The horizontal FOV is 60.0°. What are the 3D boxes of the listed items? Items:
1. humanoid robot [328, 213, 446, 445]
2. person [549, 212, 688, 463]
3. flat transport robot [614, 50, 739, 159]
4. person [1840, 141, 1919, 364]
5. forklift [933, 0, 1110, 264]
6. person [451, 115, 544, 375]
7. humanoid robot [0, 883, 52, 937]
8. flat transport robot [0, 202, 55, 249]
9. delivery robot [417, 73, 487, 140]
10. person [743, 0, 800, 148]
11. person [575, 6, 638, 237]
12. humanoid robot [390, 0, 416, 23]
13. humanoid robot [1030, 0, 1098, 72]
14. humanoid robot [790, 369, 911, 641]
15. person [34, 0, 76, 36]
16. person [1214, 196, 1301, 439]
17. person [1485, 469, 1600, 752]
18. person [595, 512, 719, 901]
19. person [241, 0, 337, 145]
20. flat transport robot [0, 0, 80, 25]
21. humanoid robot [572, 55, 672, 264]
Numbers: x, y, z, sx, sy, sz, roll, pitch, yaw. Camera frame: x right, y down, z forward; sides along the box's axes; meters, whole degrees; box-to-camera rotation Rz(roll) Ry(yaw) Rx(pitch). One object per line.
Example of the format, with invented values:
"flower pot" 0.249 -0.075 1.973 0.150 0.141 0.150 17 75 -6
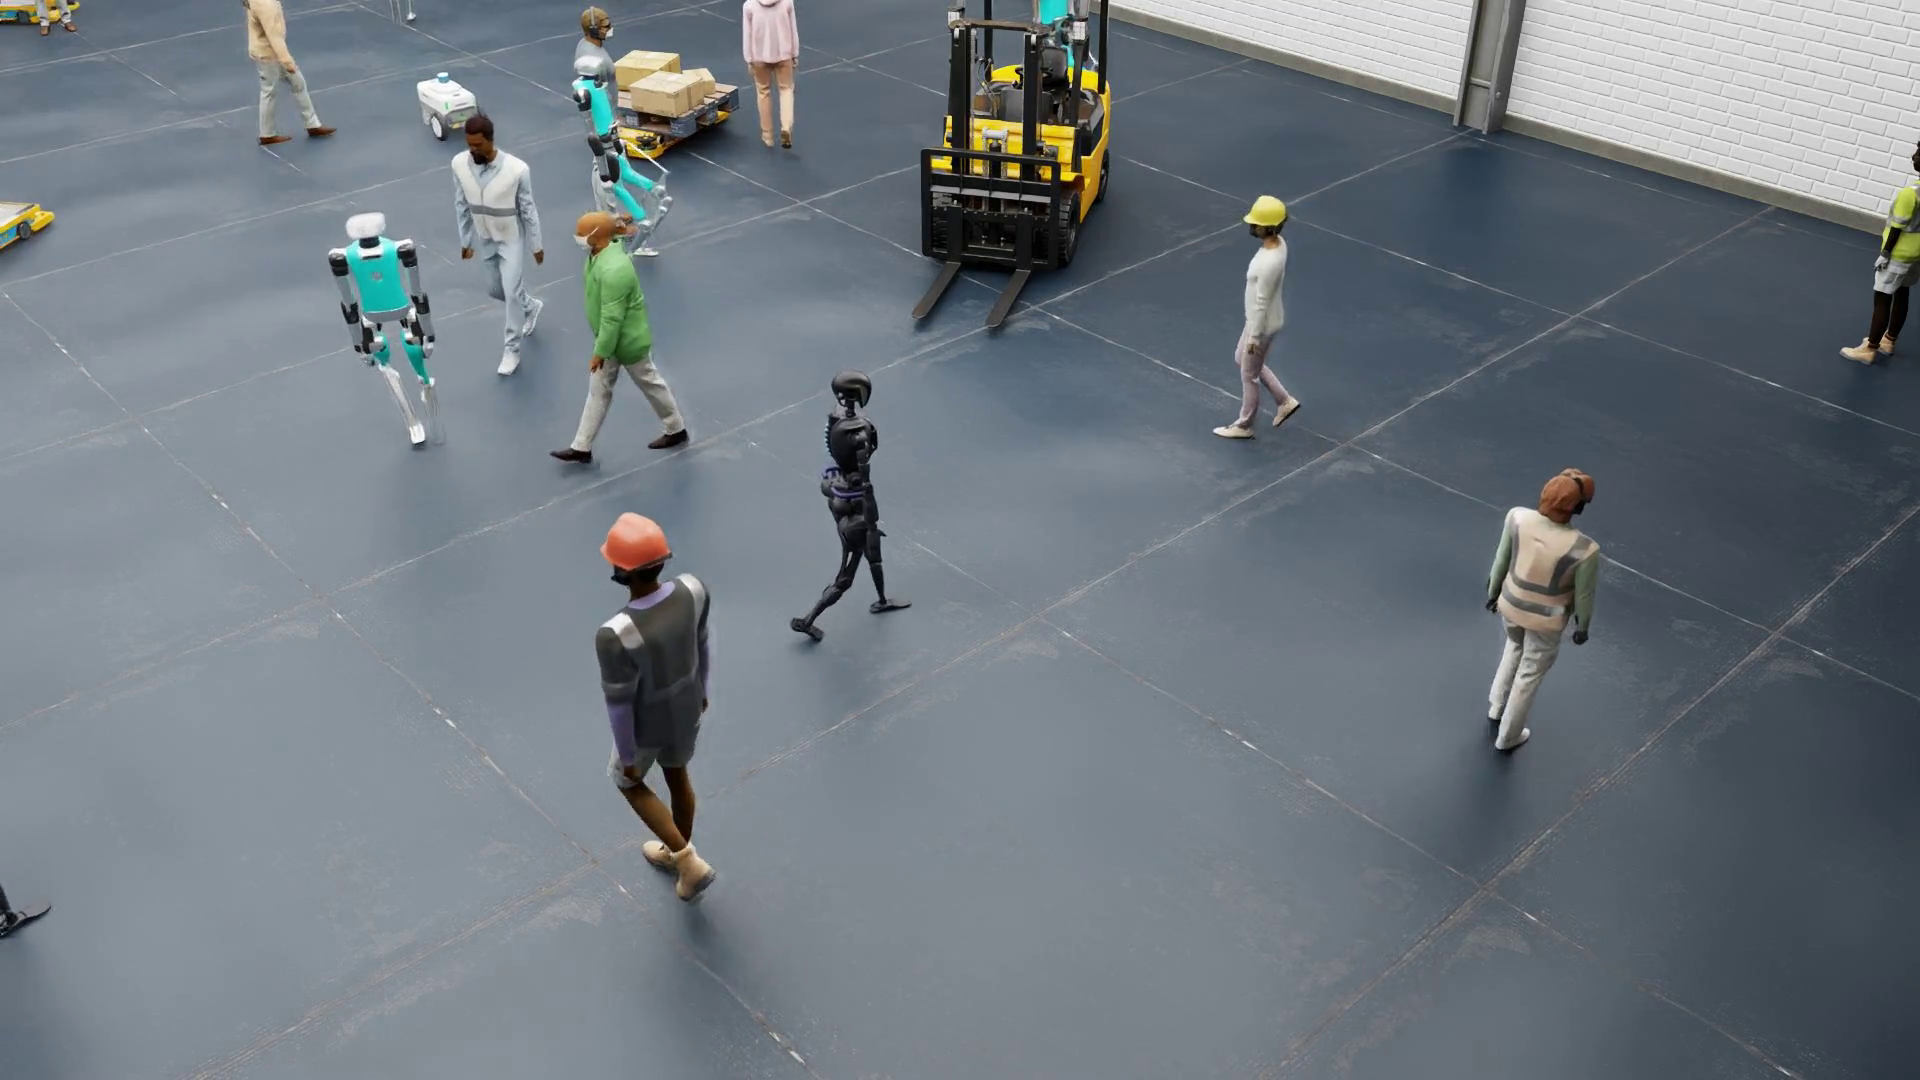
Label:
"humanoid robot" -3.737 -1.353 10.978 0.554 1.856 0.758 -9 34 -13
"person" -2.276 -1.302 10.837 0.978 1.729 0.536 -17 37 -25
"flat transport robot" -2.950 -4.131 16.523 0.659 0.231 1.431 15 36 21
"person" 6.860 -2.101 12.099 0.534 1.693 0.319 -21 39 -29
"forklift" 0.570 -3.725 14.138 1.214 2.155 2.313 9 34 13
"person" -3.315 -2.206 12.083 0.617 1.888 0.795 9 34 14
"humanoid robot" -4.451 1.217 7.057 0.616 1.634 0.760 22 39 30
"flat transport robot" -8.423 -2.549 14.091 0.659 0.231 1.431 5 33 8
"delivery robot" -5.095 -4.335 16.585 0.499 0.607 0.790 -23 40 -31
"person" -1.790 -4.590 15.845 0.546 1.765 0.643 -6 34 -9
"person" -3.008 -3.530 14.068 0.358 1.937 0.636 -11 35 -16
"humanoid robot" -6.609 -6.874 19.494 0.537 1.894 0.708 -4 33 -6
"humanoid robot" 1.006 -4.682 16.010 0.547 1.730 0.975 -23 40 -31
"humanoid robot" -0.632 -0.199 9.233 0.767 1.638 0.608 -12 35 -17
"person" -10.617 -6.696 19.194 0.461 1.651 0.327 -16 36 -23
"person" 2.023 -1.445 11.024 0.470 1.752 0.538 8 34 12
"person" 2.931 0.353 8.383 0.444 1.622 0.536 -25 41 -33
"person" -1.306 0.777 7.368 0.533 2.026 0.612 26 41 34
"person" -6.522 -4.708 15.978 0.814 1.832 0.576 -7 34 -10
"flat transport robot" -11.469 -6.407 20.020 1.431 0.231 0.659 0 33 -1
"humanoid robot" -2.661 -3.025 13.508 0.799 1.795 0.536 2 33 3
